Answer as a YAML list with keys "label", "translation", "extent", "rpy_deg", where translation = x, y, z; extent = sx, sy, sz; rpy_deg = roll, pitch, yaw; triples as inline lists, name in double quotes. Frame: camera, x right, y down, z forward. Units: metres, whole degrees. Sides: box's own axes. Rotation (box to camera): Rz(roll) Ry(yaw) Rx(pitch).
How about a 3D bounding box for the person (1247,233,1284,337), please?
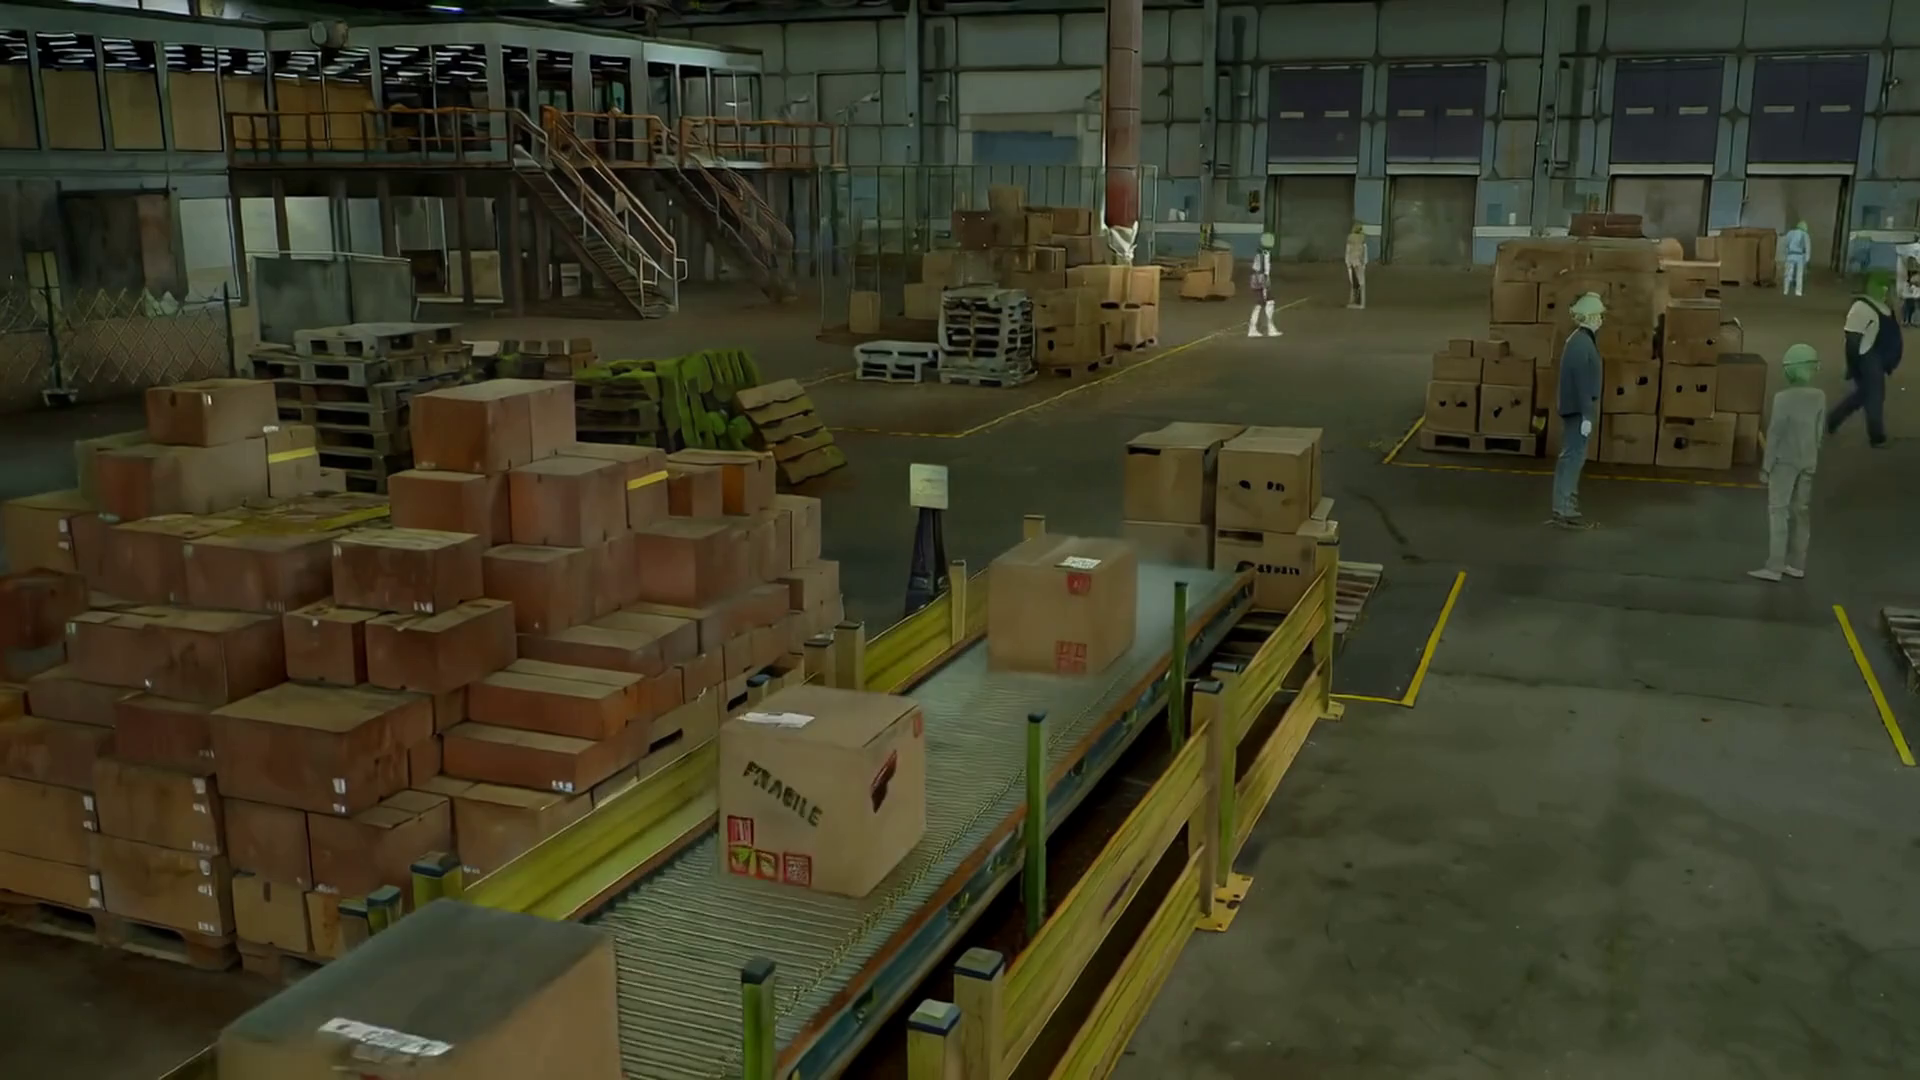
- label: "person"
  translation: [5.532, -4.578, 29.967]
  extent: [0.766, 1.884, 0.638]
  rpy_deg: [6, 14, 24]

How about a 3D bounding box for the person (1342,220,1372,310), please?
- label: "person"
  translation: [8.594, -5.951, 36.009]
  extent: [0.371, 1.941, 0.627]
  rpy_deg: [-9, 15, -34]

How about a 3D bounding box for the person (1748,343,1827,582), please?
- label: "person"
  translation: [6.132, -0.570, 12.285]
  extent: [0.527, 1.760, 0.332]
  rpy_deg: [-6, 14, -24]

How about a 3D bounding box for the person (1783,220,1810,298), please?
- label: "person"
  translation: [19.762, -6.631, 39.277]
  extent: [0.429, 1.845, 0.620]
  rpy_deg: [-9, 15, -35]

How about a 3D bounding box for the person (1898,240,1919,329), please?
- label: "person"
  translation: [18.271, -4.892, 31.830]
  extent: [0.534, 1.691, 0.322]
  rpy_deg: [-8, 15, -31]

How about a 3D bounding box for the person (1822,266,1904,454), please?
- label: "person"
  translation: [9.802, -1.993, 18.024]
  extent: [0.684, 2.000, 0.914]
  rpy_deg: [-11, 17, -40]

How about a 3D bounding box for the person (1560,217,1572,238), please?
- label: "person"
  translation: [15.458, -7.364, 42.454]
  extent: [0.646, 1.901, 0.658]
  rpy_deg: [-8, 15, -32]

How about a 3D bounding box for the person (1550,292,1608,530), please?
- label: "person"
  translation: [5.246, -1.093, 14.085]
  extent: [0.375, 1.997, 0.608]
  rpy_deg: [2, 13, 7]

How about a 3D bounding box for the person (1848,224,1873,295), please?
- label: "person"
  translation: [21.824, -6.791, 40.256]
  extent: [0.600, 1.723, 0.491]
  rpy_deg: [-8, 15, -33]

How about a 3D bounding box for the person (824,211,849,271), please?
- label: "person"
  translation: [-3.665, -8.964, 49.876]
  extent: [0.979, 1.798, 0.622]
  rpy_deg: [-4, 13, -17]
